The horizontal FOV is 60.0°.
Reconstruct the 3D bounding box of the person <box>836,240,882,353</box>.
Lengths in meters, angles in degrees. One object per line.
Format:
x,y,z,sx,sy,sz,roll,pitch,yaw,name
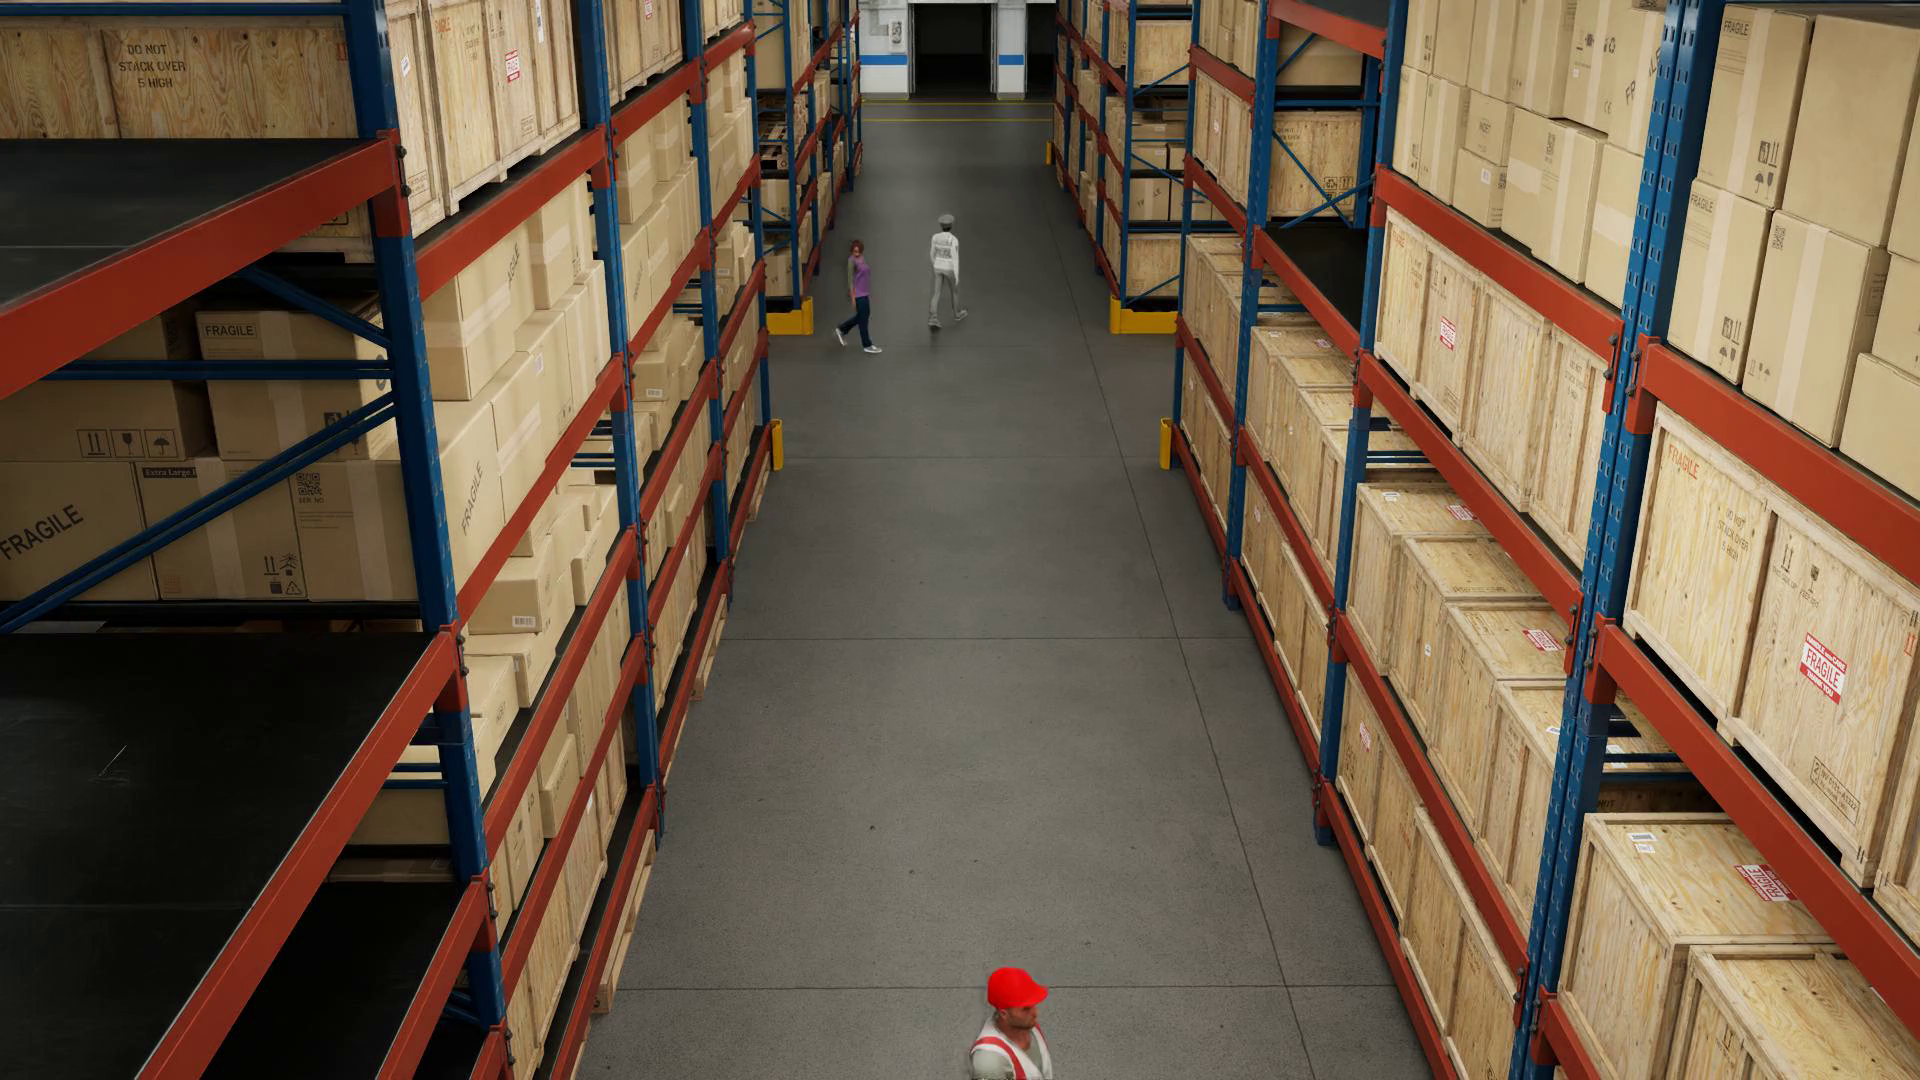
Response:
-1.438,-3.454,23.491,0.711,1.593,0.445,5,22,13,person

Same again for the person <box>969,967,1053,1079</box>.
0.281,2.731,7.566,0.730,1.800,0.543,10,24,25,person

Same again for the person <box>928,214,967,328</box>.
-0.215,-4.050,24.906,0.508,1.645,0.959,8,23,20,person
